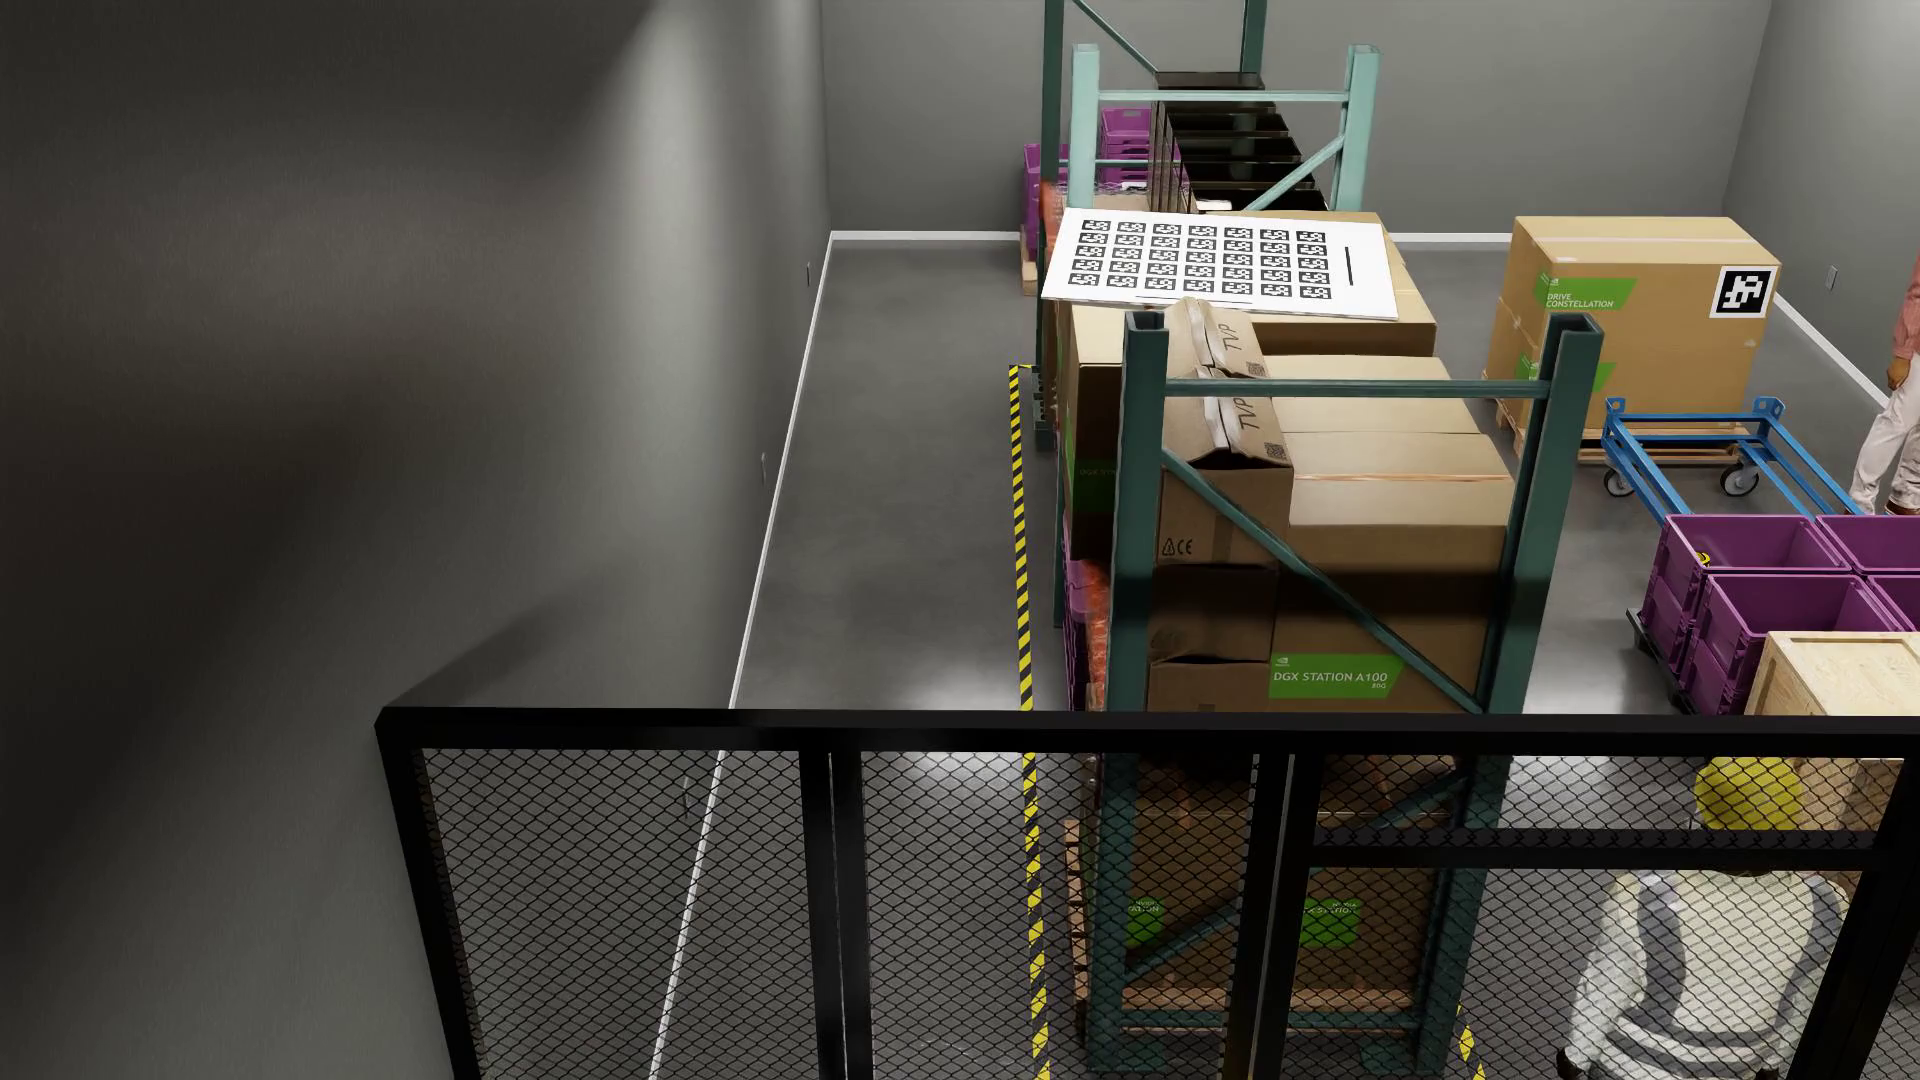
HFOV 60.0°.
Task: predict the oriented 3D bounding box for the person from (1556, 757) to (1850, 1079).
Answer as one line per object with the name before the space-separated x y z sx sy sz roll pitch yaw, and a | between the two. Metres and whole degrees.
person | 1.815 1.264 4.216 0.588 1.833 0.404 0 31 0

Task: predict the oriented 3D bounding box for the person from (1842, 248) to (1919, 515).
person | 4.557 -0.887 7.635 0.623 1.992 0.396 -9 32 -14
